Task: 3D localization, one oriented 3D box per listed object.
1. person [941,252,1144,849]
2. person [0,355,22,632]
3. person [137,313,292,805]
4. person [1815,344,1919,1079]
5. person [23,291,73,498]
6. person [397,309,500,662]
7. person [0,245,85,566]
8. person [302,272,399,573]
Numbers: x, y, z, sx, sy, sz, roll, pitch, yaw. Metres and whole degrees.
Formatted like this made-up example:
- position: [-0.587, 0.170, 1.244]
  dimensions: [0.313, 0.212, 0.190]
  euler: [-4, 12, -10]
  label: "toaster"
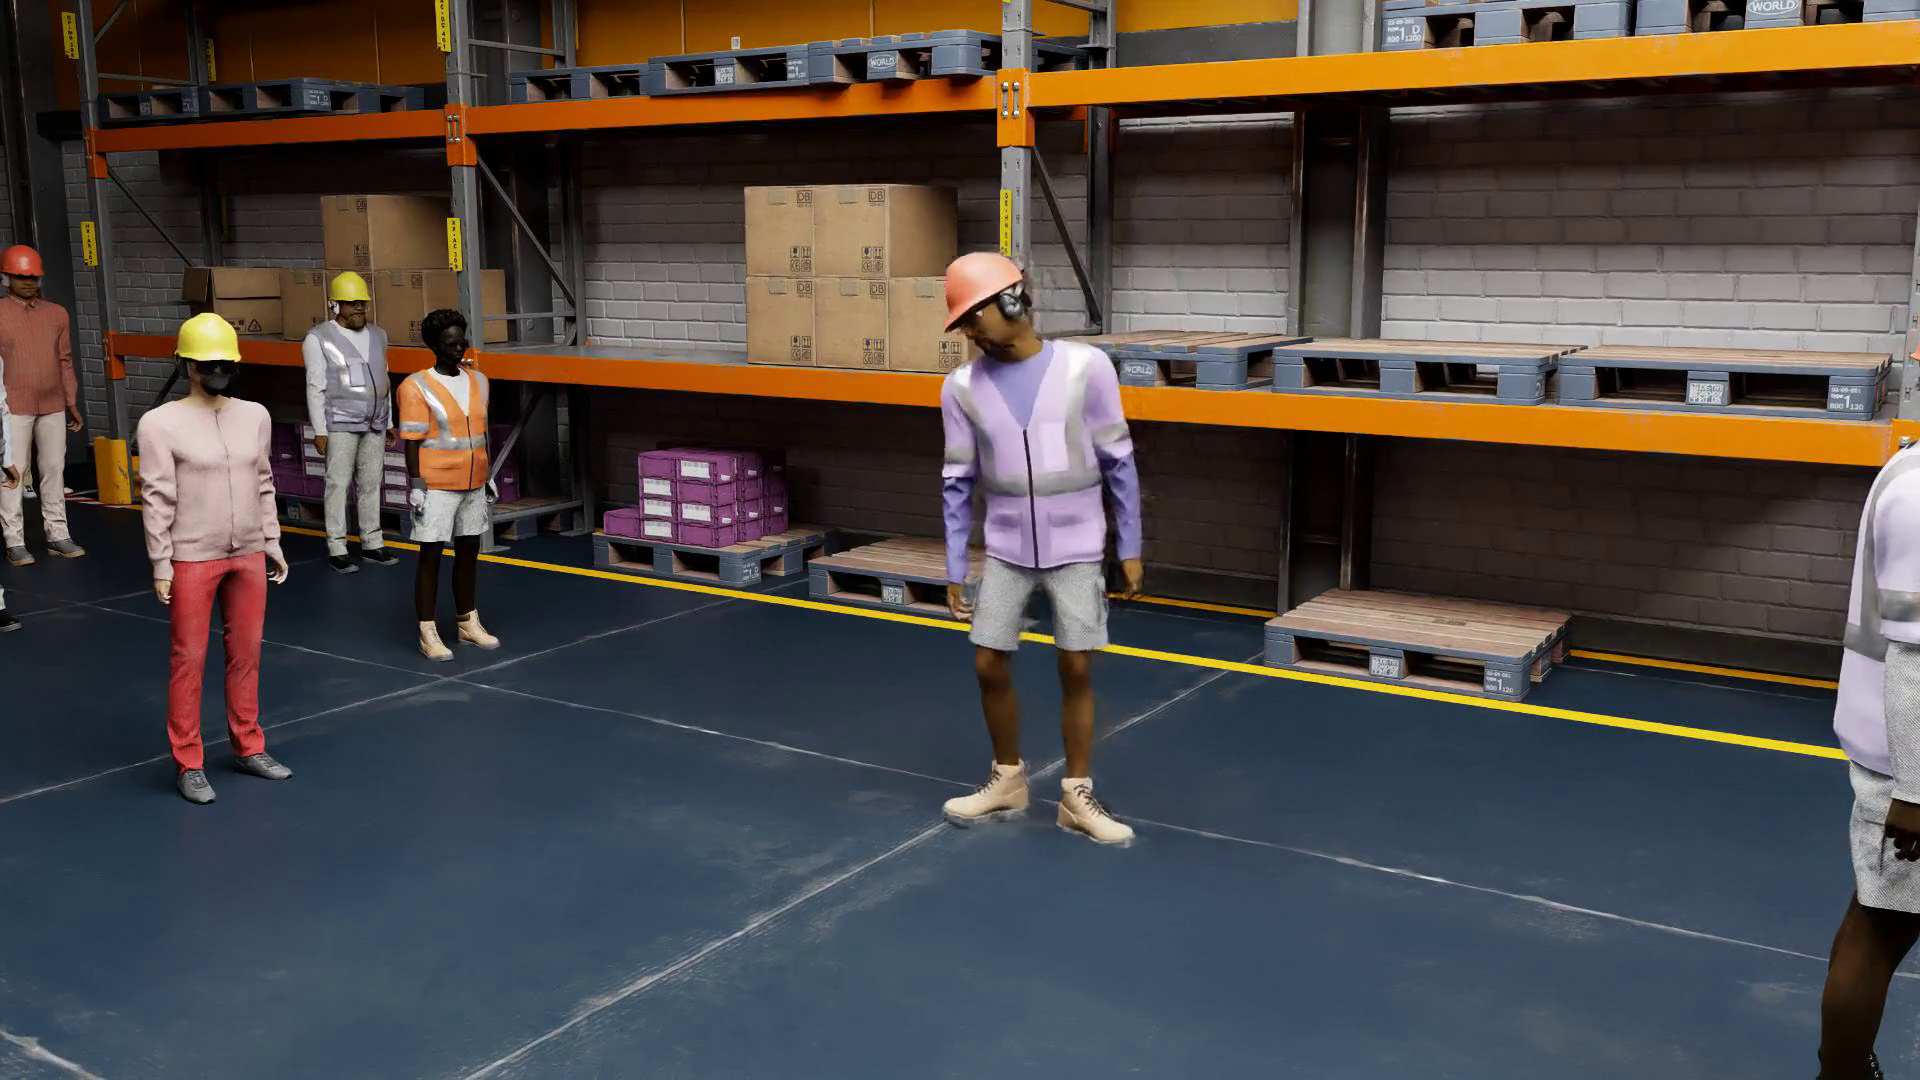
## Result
- position: [0.283, 0.054, 5.520]
  dimensions: [0.725, 1.988, 0.388]
  euler: [3, 11, 15]
  label: "person"
- position: [-5.087, -0.404, 8.448]
  dimensions: [0.403, 1.830, 0.600]
  euler: [6, 12, 32]
  label: "person"
- position: [-2.691, 0.062, 6.057]
  dimensions: [0.329, 1.765, 0.533]
  euler: [6, 12, 32]
  label: "person"
- position: [2.064, 0.433, 3.524]
  dimensions: [0.376, 1.932, 0.551]
  euler: [6, 12, 32]
  label: "person"
- position: [-7.292, -1.153, 13.148]
  dimensions: [0.268, 1.632, 0.507]
  euler: [6, 12, 32]
  label: "person"
- position: [-2.471, -0.271, 8.085]
  dimensions: [0.317, 1.695, 0.540]
  euler: [6, 12, 32]
  label: "person"
- position: [-5.823, -0.844, 10.441]
  dimensions: [0.399, 1.989, 0.622]
  euler: [6, 12, 32]
  label: "person"
- position: [-3.710, -0.722, 10.211]
  dimensions: [0.403, 1.830, 0.600]
  euler: [6, 12, 32]
  label: "person"
